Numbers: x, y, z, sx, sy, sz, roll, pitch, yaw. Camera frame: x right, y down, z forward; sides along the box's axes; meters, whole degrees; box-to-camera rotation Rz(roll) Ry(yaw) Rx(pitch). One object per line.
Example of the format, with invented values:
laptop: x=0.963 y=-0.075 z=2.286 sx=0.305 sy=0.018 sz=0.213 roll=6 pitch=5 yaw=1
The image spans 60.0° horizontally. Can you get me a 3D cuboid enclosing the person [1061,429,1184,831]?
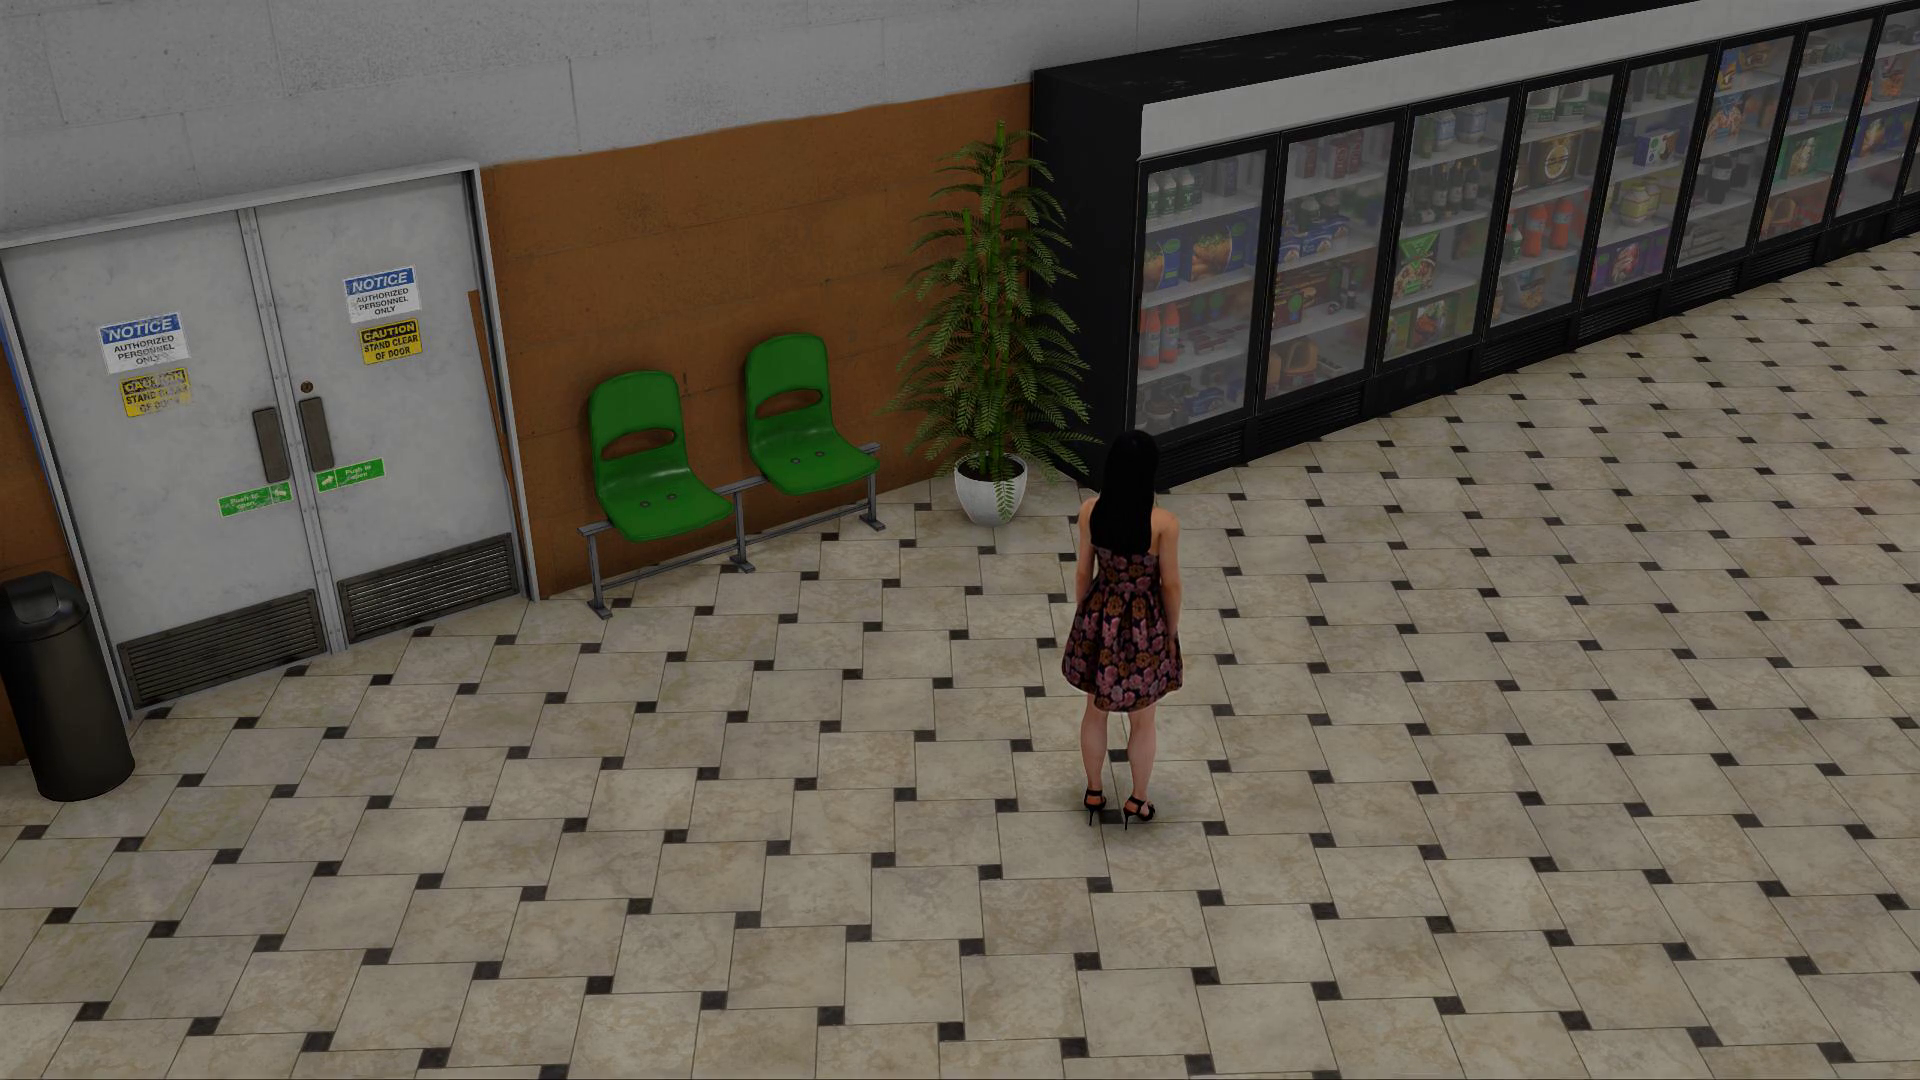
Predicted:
person: x=0.655 y=0.375 z=6.645 sx=0.785 sy=1.773 sz=0.861 roll=10 pitch=30 yaw=18
